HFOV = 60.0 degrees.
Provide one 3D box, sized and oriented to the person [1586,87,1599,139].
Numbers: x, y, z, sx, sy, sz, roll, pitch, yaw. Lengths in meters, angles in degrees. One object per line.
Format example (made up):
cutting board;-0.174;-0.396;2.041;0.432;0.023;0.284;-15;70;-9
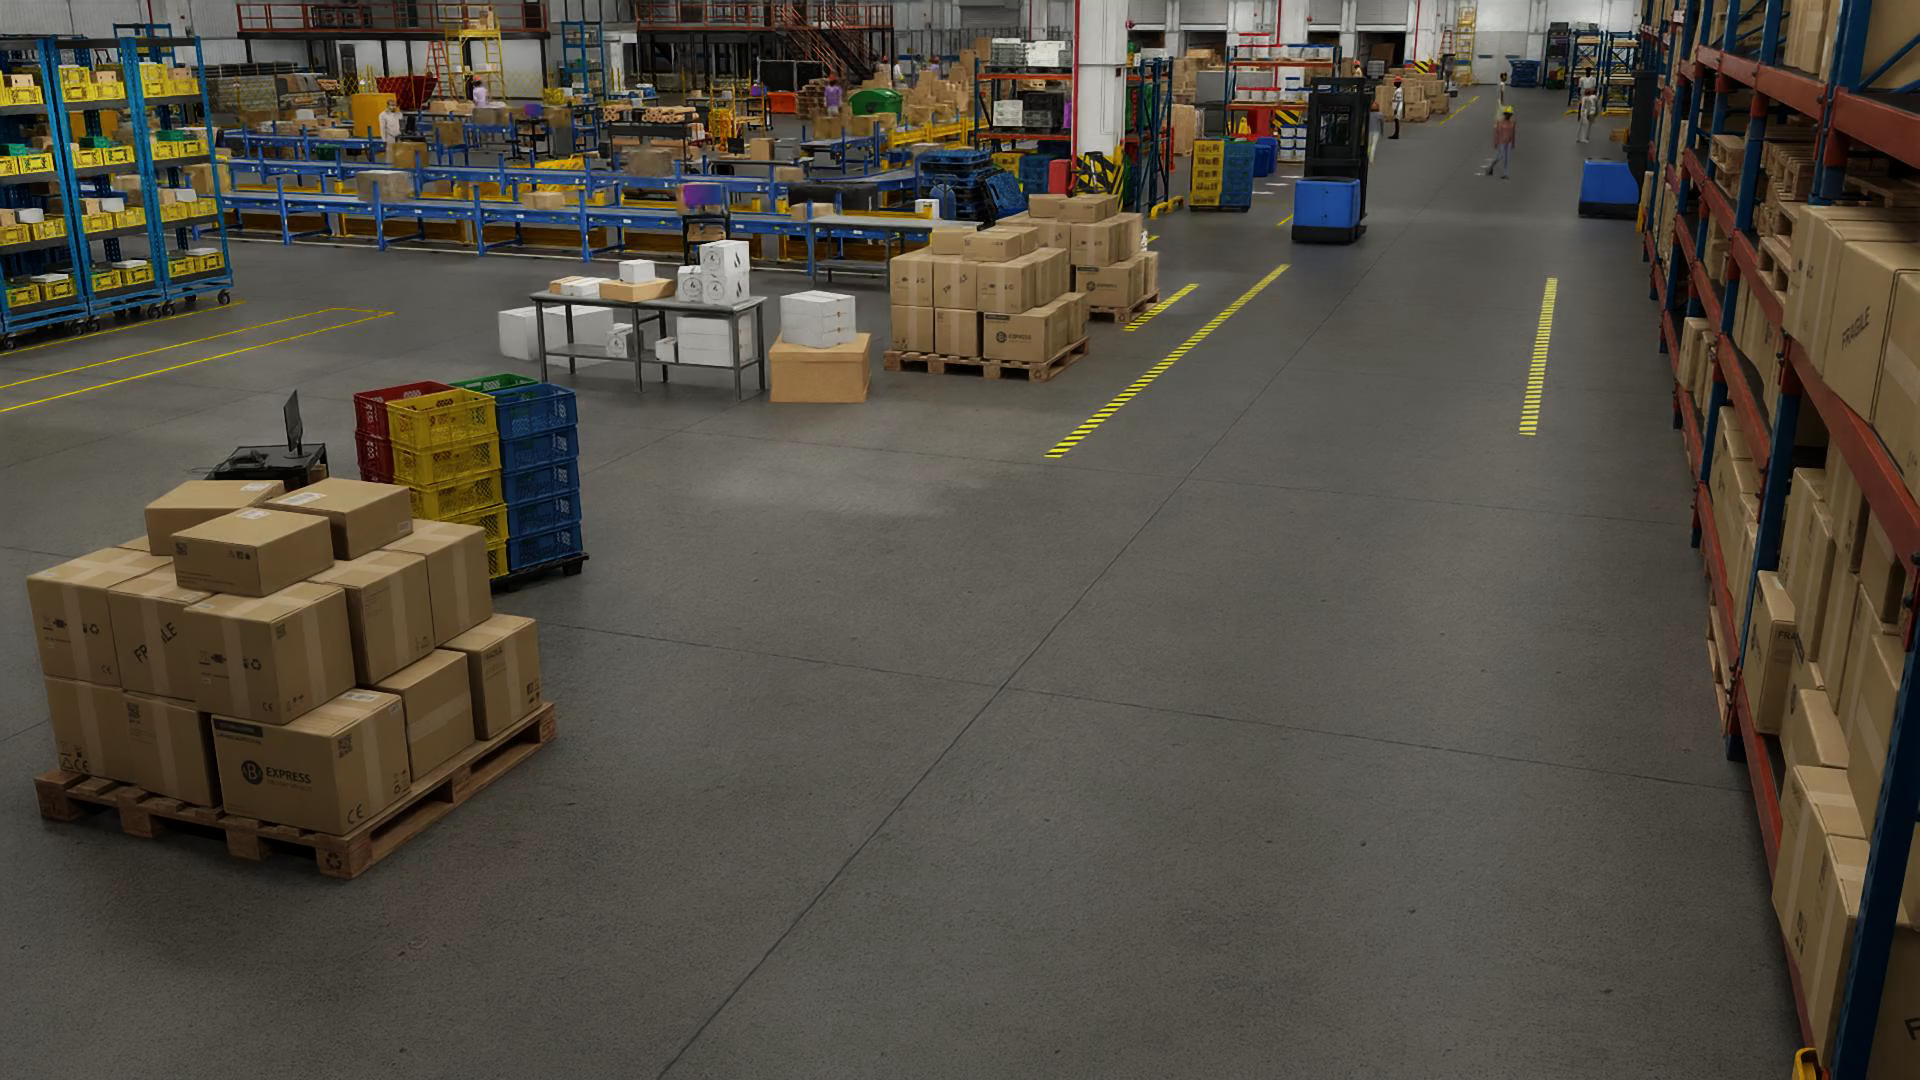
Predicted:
person;19.931;-13.510;52.672;0.504;1.599;0.538;-17;24;-42

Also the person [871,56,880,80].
person;-4.119;-22.533;80.683;0.518;1.830;0.654;8;20;25

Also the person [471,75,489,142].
person;-14.747;-13.221;51.084;0.465;2.028;0.616;8;19;24

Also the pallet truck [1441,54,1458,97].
pallet truck;22.765;-21.886;78.355;0.823;1.965;1.885;-4;18;-14

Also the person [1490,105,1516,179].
person;13.134;-9.611;40.197;0.528;1.754;0.504;-5;18;-14

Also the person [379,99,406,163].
person;-13.599;-9.629;40.002;0.407;1.902;0.638;14;23;38

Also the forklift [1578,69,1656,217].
forklift;13.219;-7.740;32.475;1.873;2.768;1.129;6;19;18

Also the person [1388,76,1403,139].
person;13.825;-13.686;52.688;0.357;1.938;0.543;4;18;12

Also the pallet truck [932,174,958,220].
pallet truck;-0.507;-5.292;27.348;0.653;1.274;1.630;6;19;19

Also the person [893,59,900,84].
person;-2.954;-20.885;75.488;0.961;1.825;0.600;7;19;21

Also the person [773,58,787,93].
person;-8.248;-21.132;76.218;0.599;1.859;0.766;1;18;5

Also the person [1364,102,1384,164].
person;11.026;-10.874;44.403;0.494;1.600;0.834;9;20;27

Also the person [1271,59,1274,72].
person;17.567;-26.251;92.333;0.783;1.847;0.514;8;19;23

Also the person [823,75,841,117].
person;-4.216;-14.268;54.579;0.555;1.900;0.909;5;18;15

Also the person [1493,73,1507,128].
person;18.772;-15.252;57.719;0.333;1.872;0.515;1;18;3

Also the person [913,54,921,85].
person;-2.016;-22.417;80.151;0.599;1.917;0.377;-11;21;-30

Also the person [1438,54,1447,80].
person;23.645;-22.787;81.342;0.691;1.902;0.593;-6;19;-19

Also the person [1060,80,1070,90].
person;4.764;-20.861;75.555;0.503;1.730;0.403;-5;18;-14

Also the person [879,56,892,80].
person;-3.343;-20.643;74.456;0.613;1.994;0.381;-9;20;-26

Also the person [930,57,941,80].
person;-1.059;-20.992;75.676;0.728;1.909;0.586;-17;24;-42

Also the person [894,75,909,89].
person;-1.996;-15.261;57.877;0.610;1.786;0.695;9;20;27

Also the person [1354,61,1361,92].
person;16.643;-19.136;69.838;0.391;1.929;0.540;8;19;24

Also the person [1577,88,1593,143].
person;19.331;-13.126;51.412;0.313;1.639;0.517;0;18;-1

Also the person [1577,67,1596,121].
person;23.060;-16.418;61.250;0.606;1.957;0.383;5;18;15

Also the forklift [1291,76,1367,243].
forklift;6.598;-6.755;29.381;1.129;2.768;1.873;6;19;19
